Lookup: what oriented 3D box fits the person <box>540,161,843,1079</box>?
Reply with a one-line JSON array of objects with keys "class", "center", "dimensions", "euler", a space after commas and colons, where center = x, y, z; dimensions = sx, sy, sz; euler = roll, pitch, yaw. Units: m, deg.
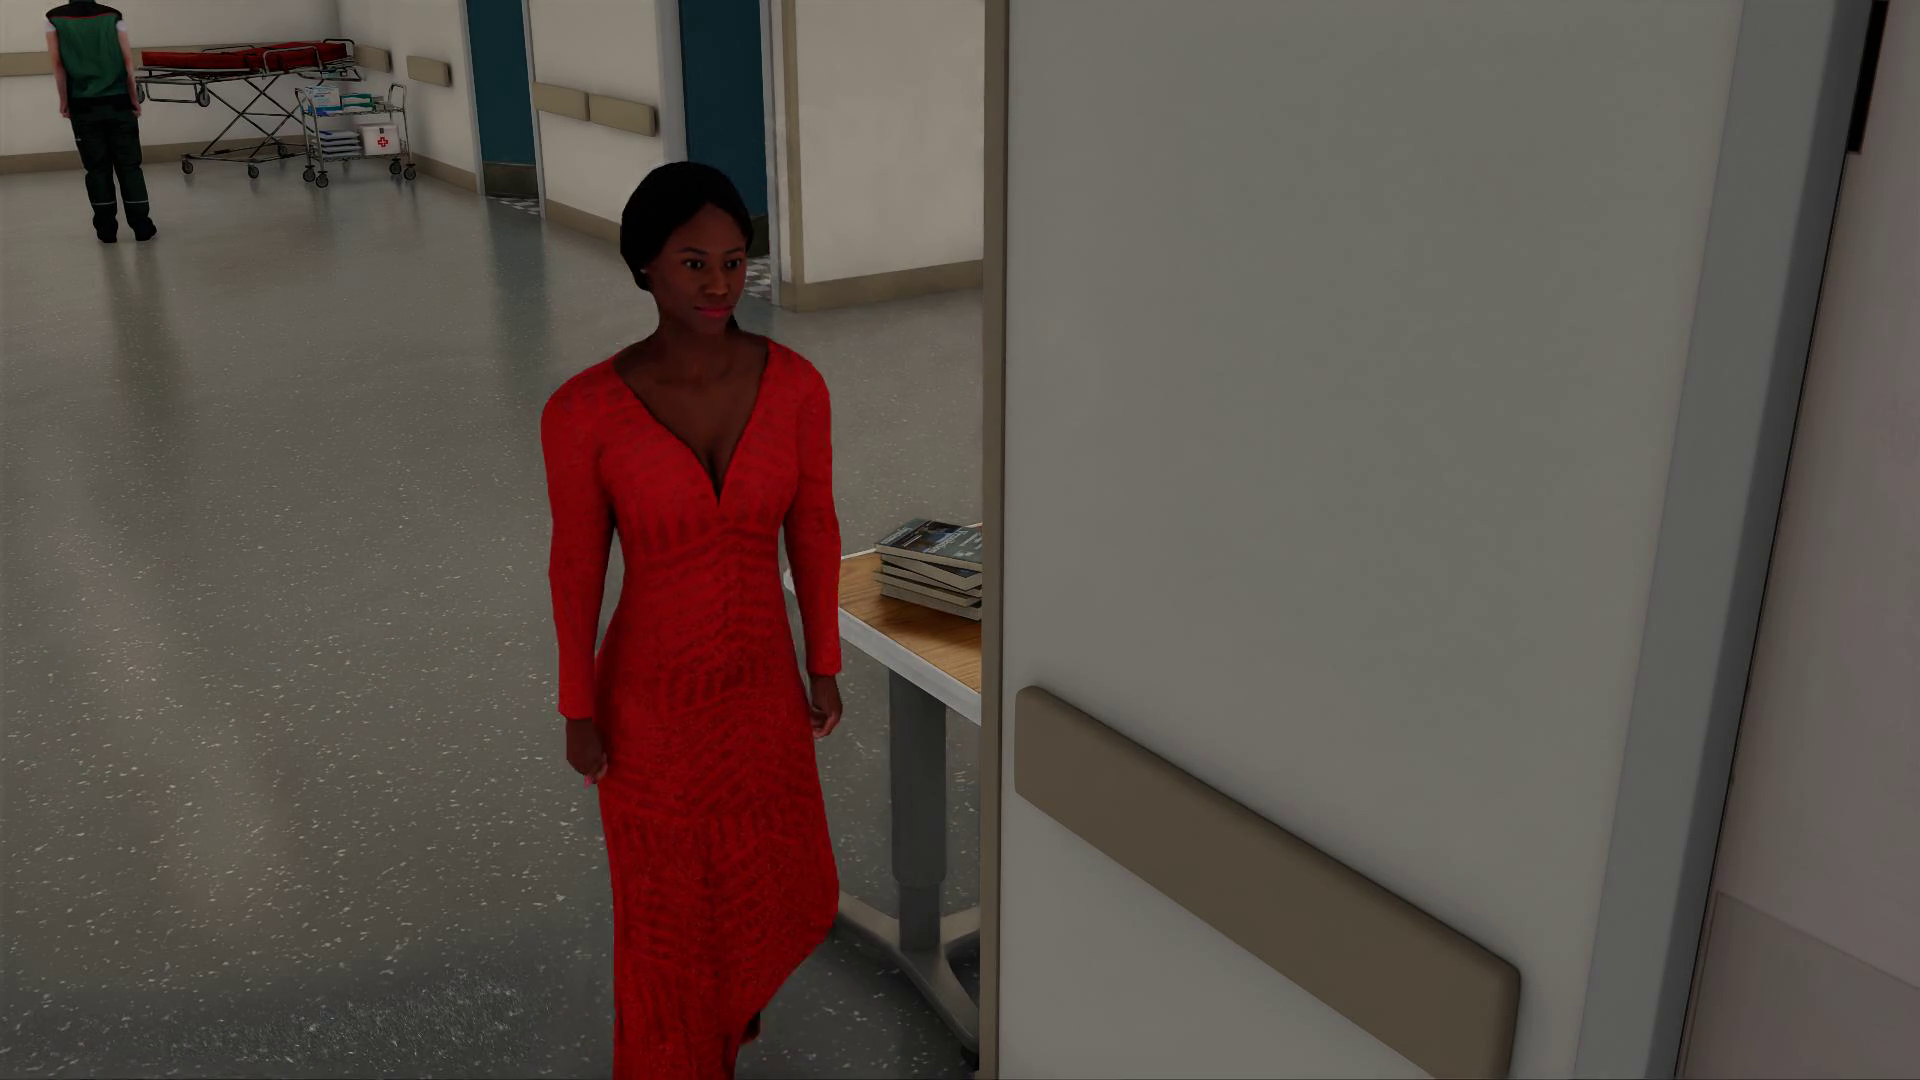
[{"class": "person", "center": [-0.442, 0.255, 2.823], "dimensions": [0.716, 1.773, 0.804], "euler": [-8, 22, -19]}]

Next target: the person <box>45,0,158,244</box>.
[{"class": "person", "center": [-5.766, -2.936, 11.151], "dimensions": [0.685, 1.842, 0.636], "euler": [-10, 23, -24]}]
